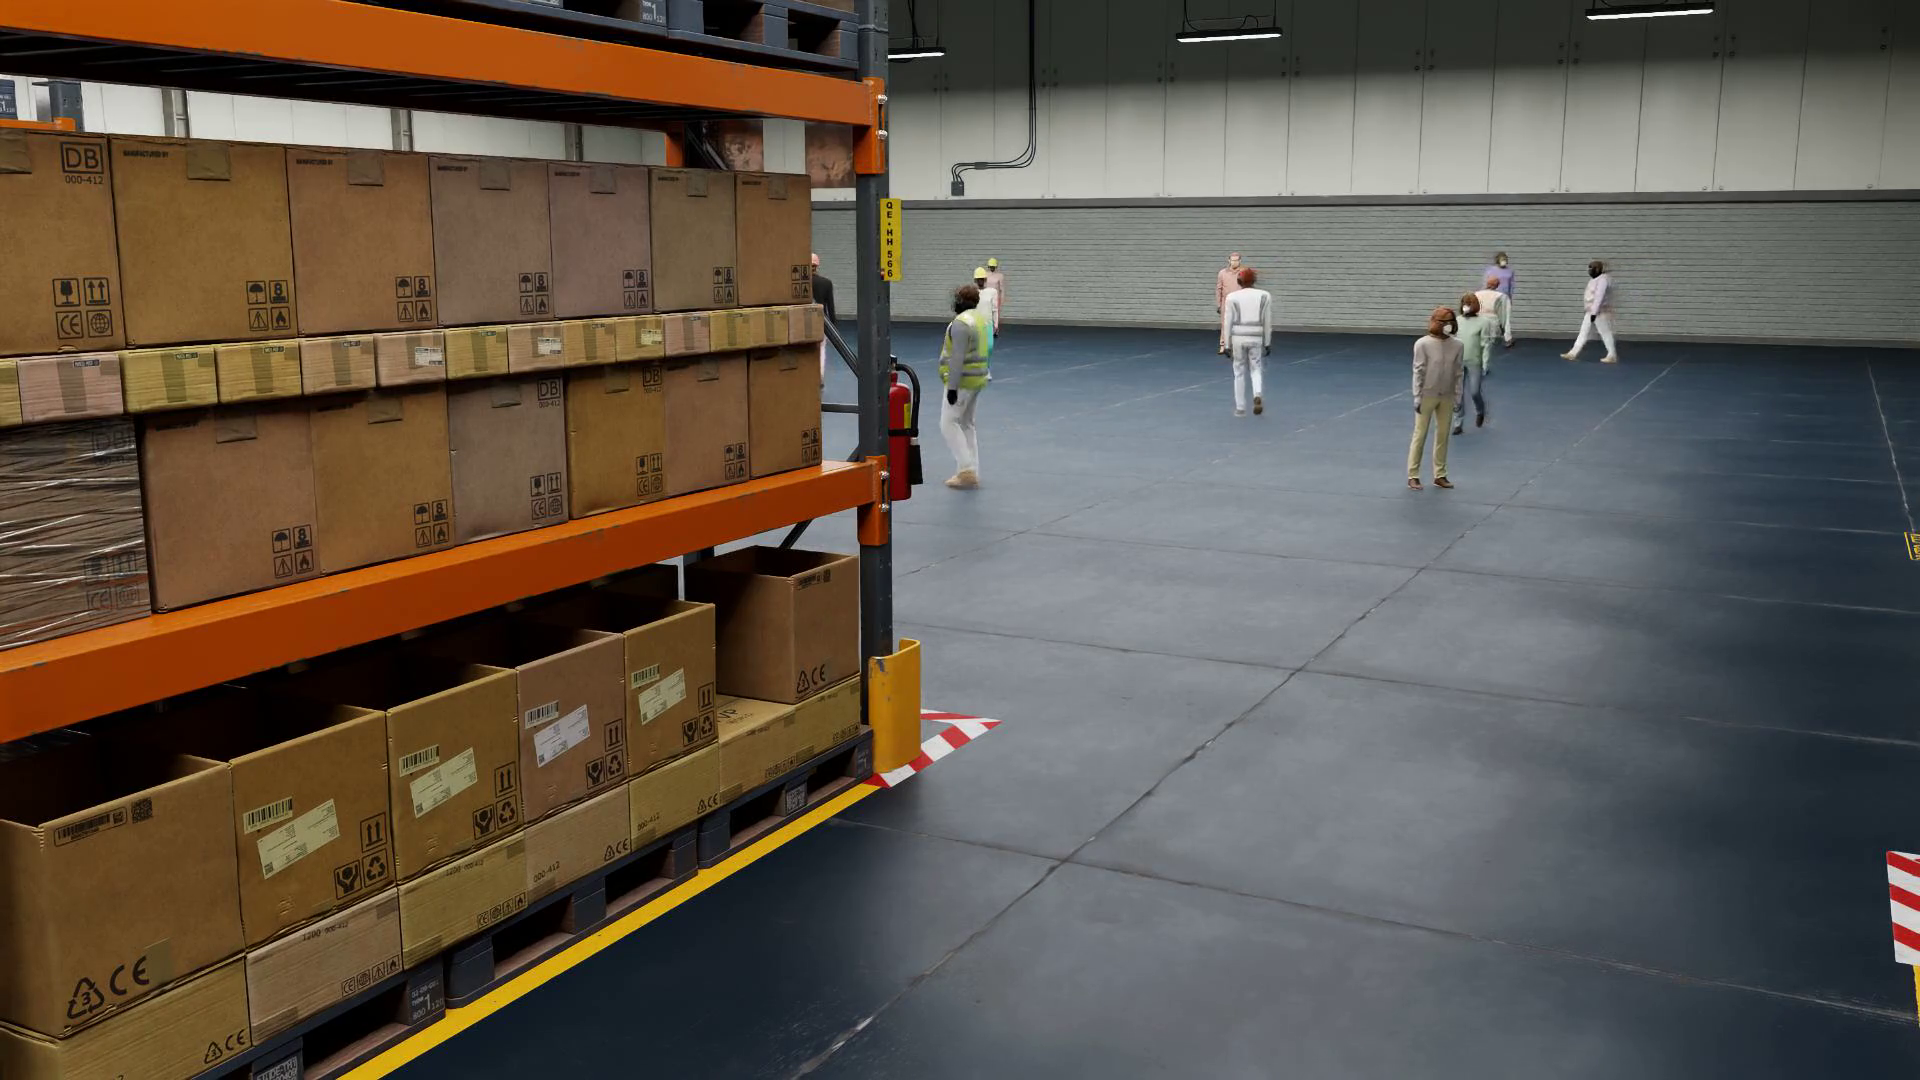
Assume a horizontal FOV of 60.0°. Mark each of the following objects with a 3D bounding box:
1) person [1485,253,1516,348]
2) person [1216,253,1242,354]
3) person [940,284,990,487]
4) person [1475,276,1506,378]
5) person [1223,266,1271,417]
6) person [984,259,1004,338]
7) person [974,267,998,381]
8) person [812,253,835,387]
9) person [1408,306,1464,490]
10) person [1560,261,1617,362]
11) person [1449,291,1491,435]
[{"bbox_3d":[10.810,-4.786,33.259,0.658,1.882,1.020,-1,10,-7],"label":"person"},{"bbox_3d":[5.146,-4.438,31.313,0.655,1.904,0.407,2,11,13],"label":"person"},{"bbox_3d":[0.033,-1.381,14.945,0.439,1.810,0.714,4,11,21],"label":"person"},{"bbox_3d":[8.380,-3.379,26.377,0.537,1.582,0.905,5,12,27],"label":"person"},{"bbox_3d":[3.526,-2.417,20.387,0.605,1.869,0.570,0,10,-1],"label":"person"},{"bbox_3d":[0.685,-5.264,36.319,0.534,1.722,0.915,1,10,7],"label":"person"},{"bbox_3d":[0.325,-3.314,25.615,0.543,1.745,0.599,0,10,-3],"label":"person"},{"bbox_3d":[-2.163,-3.186,24.290,0.654,1.967,0.777,-1,10,-7],"label":"person"},{"bbox_3d":[4.217,-1.250,14.705,0.499,1.627,0.304,-3,11,-15],"label":"person"},{"bbox_3d":[11.213,-4.026,29.399,0.978,1.787,0.647,0,10,2],"label":"person"},{"bbox_3d":[5.762,-2.003,18.802,0.513,1.615,0.578,8,13,37],"label":"person"}]
